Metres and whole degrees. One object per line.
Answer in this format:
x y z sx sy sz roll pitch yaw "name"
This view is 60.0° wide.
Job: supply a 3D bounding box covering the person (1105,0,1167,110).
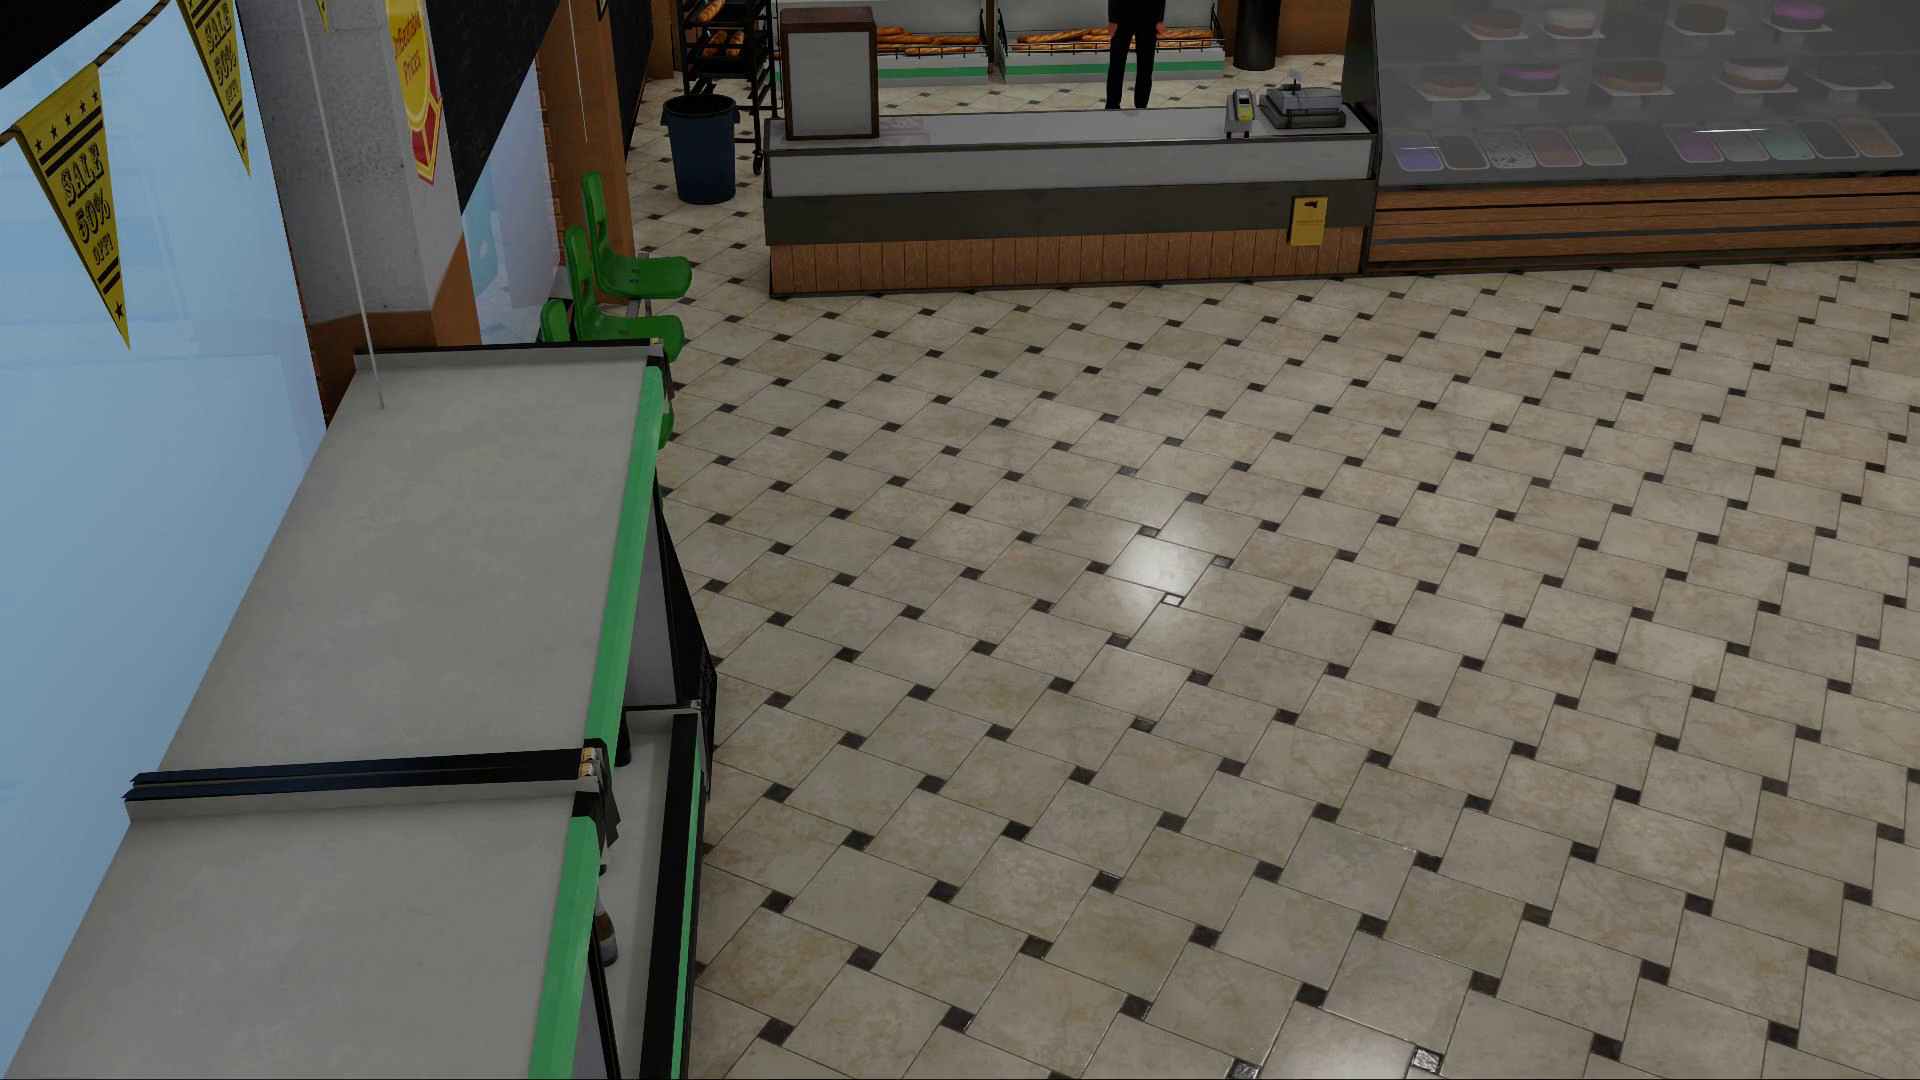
1.431 -4.246 13.478 0.629 1.867 0.584 -2 32 -3 "person"
